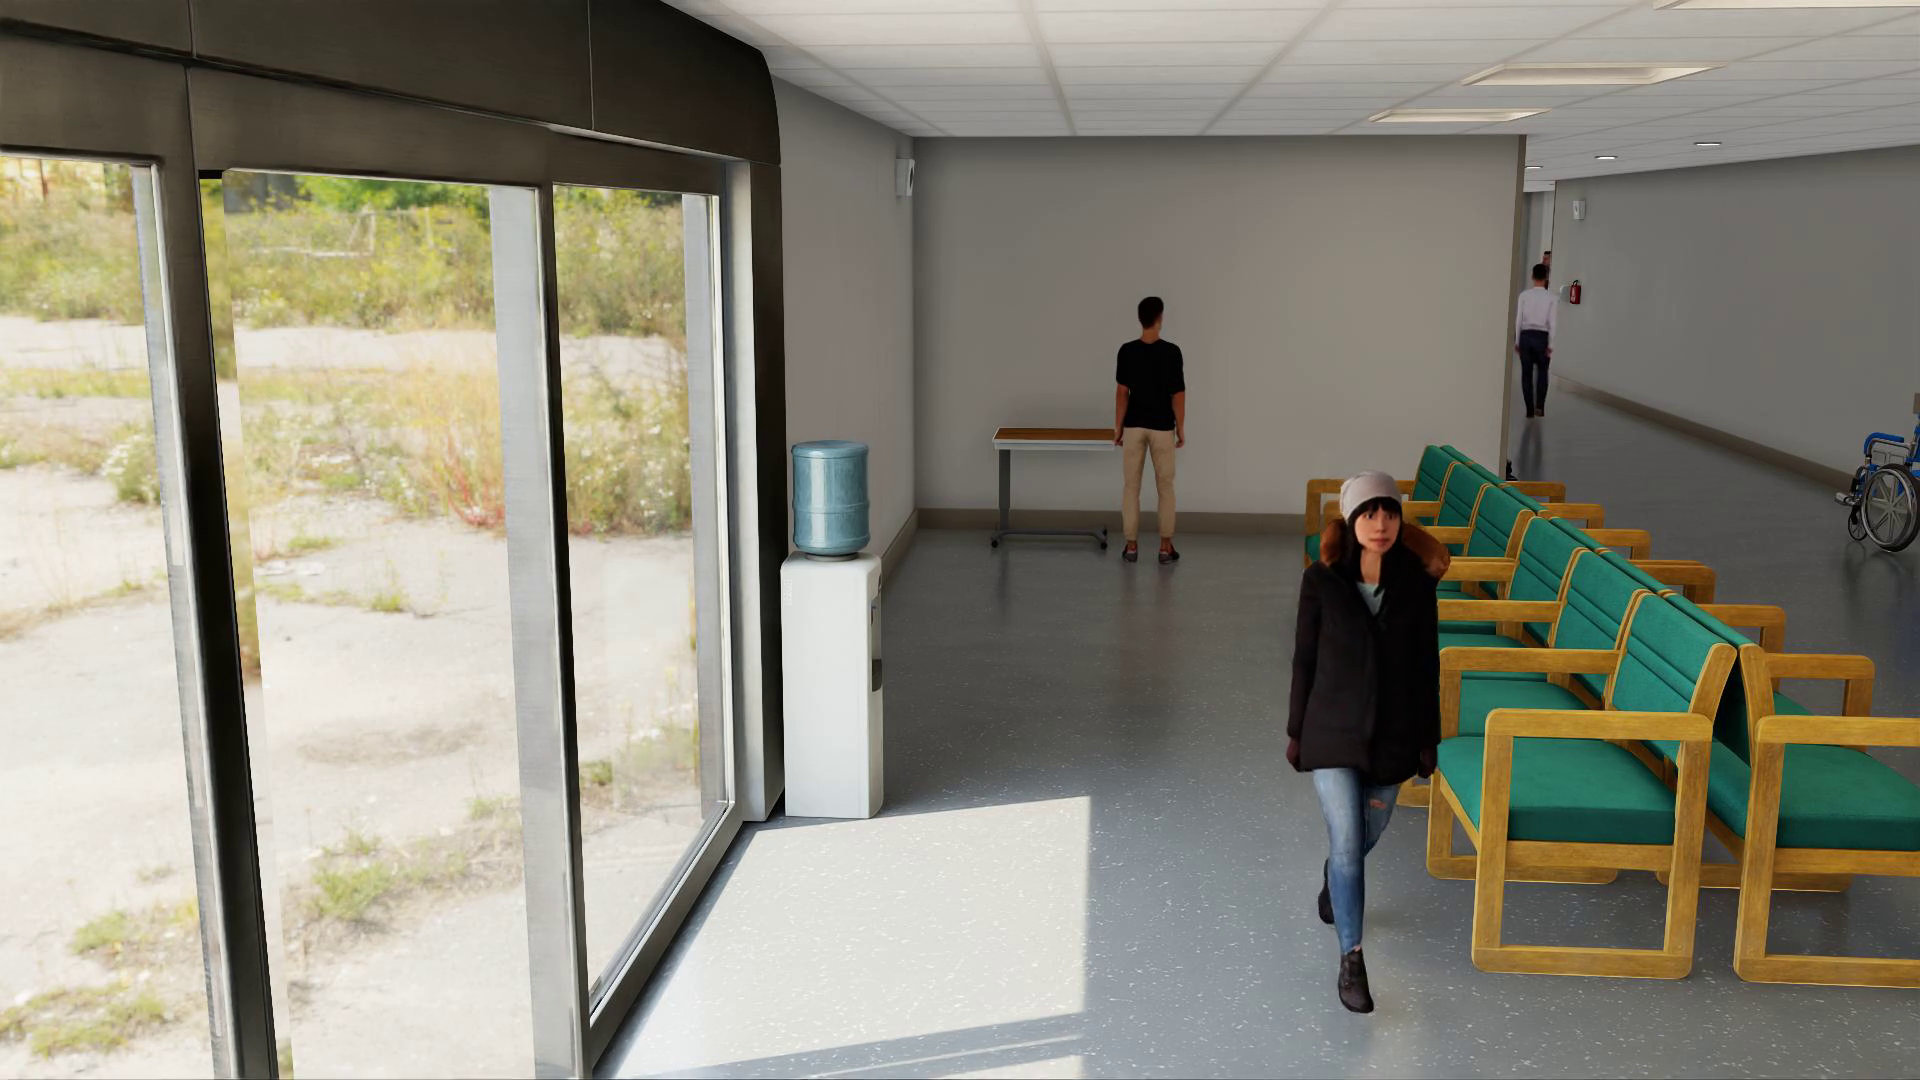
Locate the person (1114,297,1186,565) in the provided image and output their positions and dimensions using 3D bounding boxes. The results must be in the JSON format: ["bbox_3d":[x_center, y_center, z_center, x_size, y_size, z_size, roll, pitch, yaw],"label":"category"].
[{"bbox_3d":[1.322,-0.767,11.626,0.500,1.854,0.727,2,11,11],"label":"person"}]

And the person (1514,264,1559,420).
[{"bbox_3d":[6.909,-2.376,19.997,0.664,1.856,0.748,3,11,17],"label":"person"}]

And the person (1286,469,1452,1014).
[{"bbox_3d":[1.240,0.581,5.198,0.998,1.602,0.710,0,11,1],"label":"person"}]
